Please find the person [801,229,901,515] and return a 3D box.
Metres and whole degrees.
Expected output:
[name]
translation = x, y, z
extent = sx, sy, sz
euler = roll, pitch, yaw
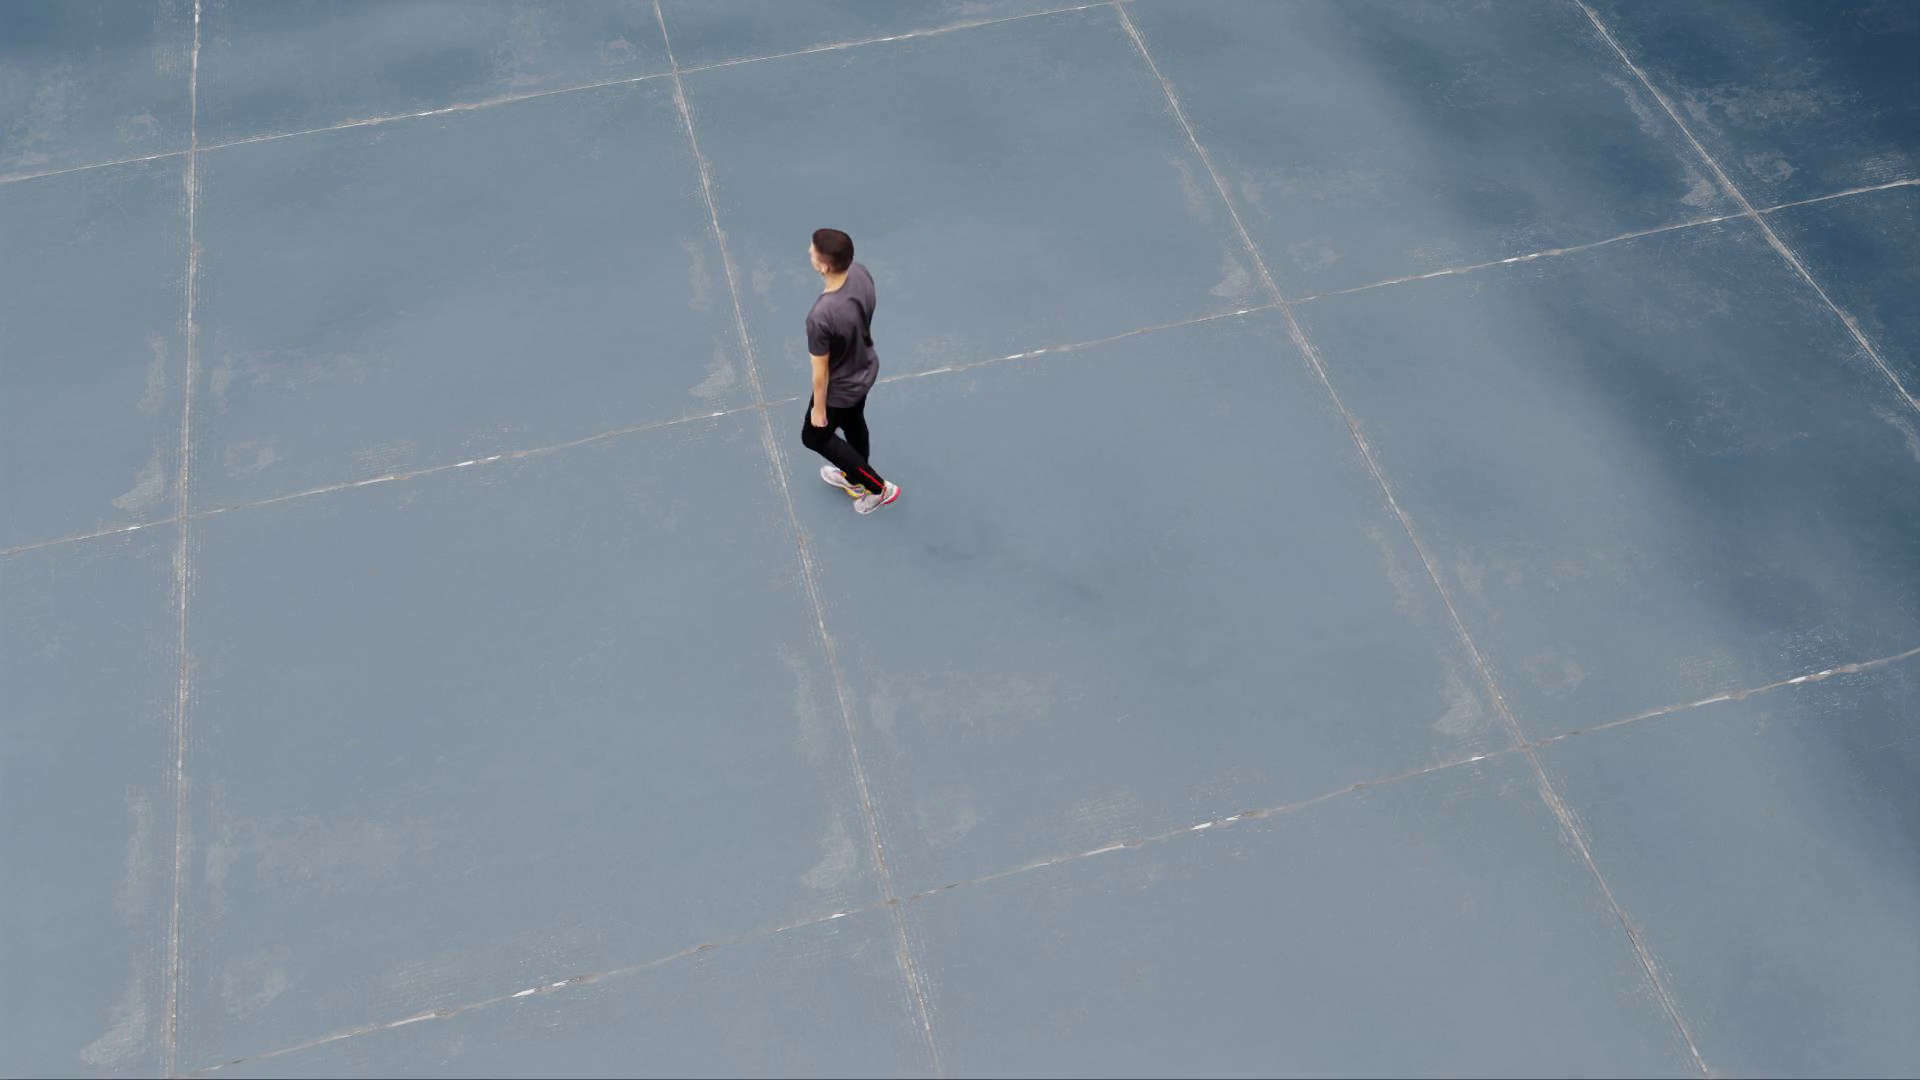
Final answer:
[person]
translation = -0.480, -0.726, 7.852
extent = 0.911, 1.752, 0.852
euler = 20, 55, 15
